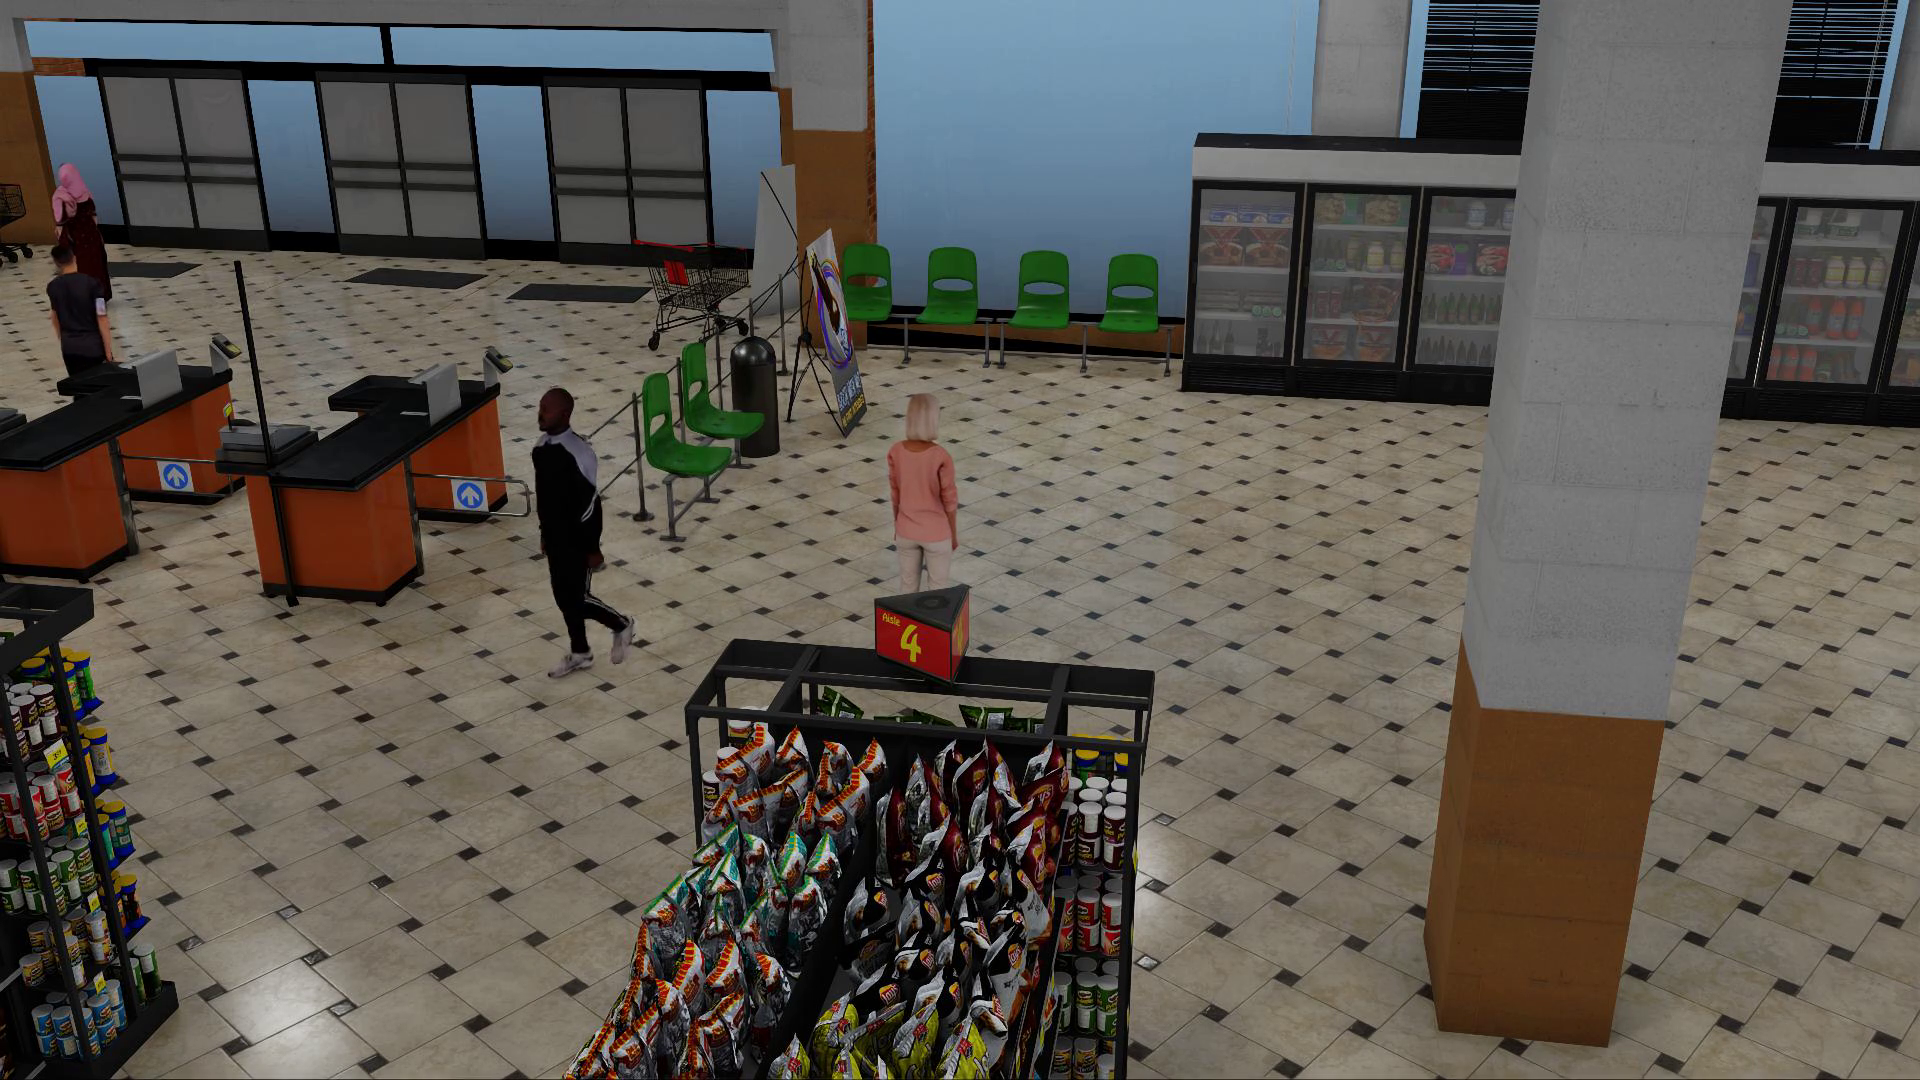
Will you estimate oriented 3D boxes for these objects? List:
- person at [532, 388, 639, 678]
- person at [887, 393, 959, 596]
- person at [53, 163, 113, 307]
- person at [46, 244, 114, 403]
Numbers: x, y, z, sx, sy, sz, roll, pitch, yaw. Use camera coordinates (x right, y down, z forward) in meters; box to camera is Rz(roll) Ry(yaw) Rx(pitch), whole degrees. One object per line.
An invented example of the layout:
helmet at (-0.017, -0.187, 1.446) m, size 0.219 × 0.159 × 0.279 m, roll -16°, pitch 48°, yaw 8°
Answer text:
person at (-2.276, -0.058, 10.046) m, size 0.957 × 1.818 × 0.889 m, roll -18°, pitch 28°, yaw -38°
person at (-0.225, -0.064, 10.188) m, size 0.645 × 1.724 × 0.587 m, roll 9°, pitch 24°, yaw 21°
person at (-9.861, -3.409, 18.631) m, size 0.819 × 1.636 × 0.705 m, roll 16°, pitch 27°, yaw 34°
person at (-7.336, -1.560, 13.912) m, size 0.795 × 1.723 × 0.933 m, roll 0°, pitch 22°, yaw 0°
